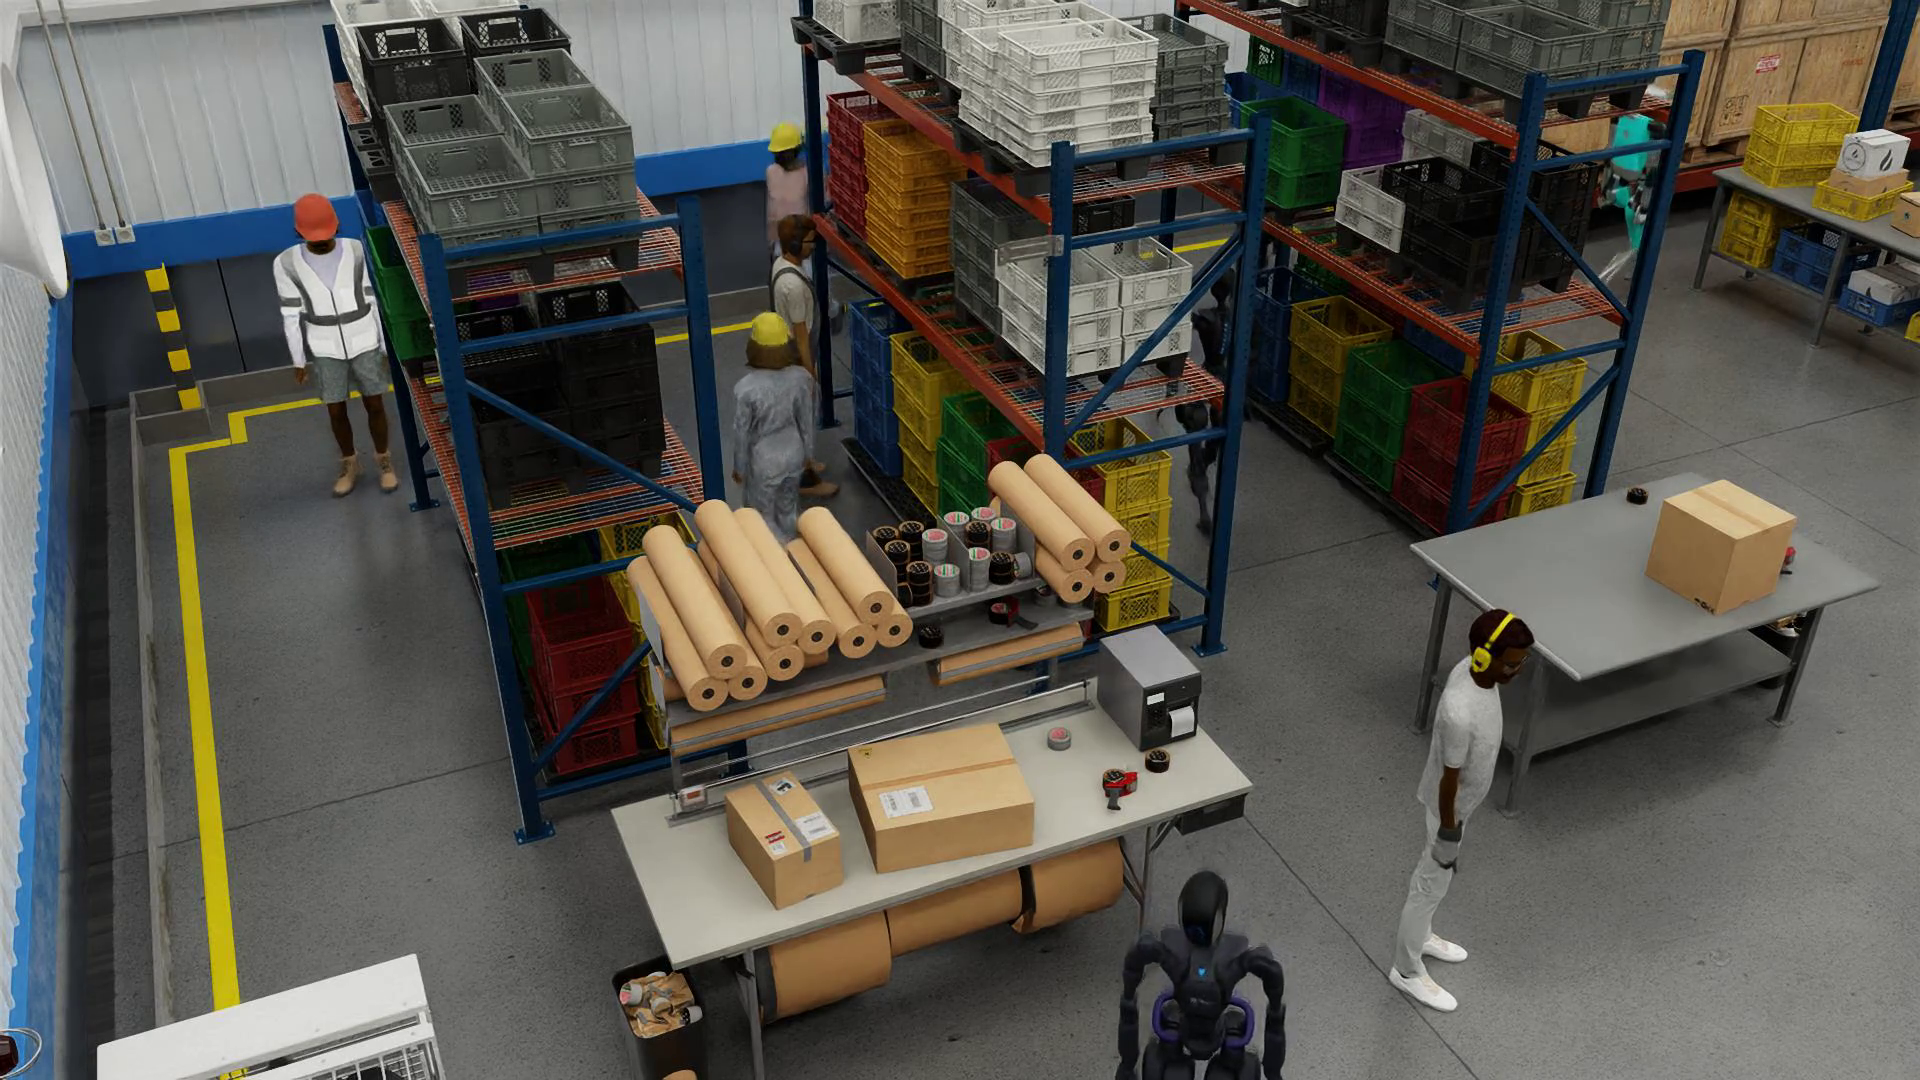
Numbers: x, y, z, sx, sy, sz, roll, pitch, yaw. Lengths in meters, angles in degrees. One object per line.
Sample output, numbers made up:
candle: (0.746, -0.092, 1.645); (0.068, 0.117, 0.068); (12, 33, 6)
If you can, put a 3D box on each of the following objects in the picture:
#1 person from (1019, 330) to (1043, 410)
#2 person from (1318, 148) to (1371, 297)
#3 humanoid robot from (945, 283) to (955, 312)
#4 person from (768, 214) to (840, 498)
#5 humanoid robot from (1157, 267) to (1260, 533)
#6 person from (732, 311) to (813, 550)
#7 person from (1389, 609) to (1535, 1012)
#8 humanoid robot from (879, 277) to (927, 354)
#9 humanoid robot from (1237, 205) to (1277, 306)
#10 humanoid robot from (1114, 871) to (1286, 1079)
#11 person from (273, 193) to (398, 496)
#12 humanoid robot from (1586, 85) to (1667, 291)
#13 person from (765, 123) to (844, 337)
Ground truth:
person: (0.452, -1.740, 11.317); (0.641, 1.822, 0.657); (-21, 37, -30)
person: (3.116, -2.815, 12.998); (0.600, 1.904, 0.752); (-22, 38, -31)
humanoid robot: (0.072, -2.155, 12.091); (0.946, 1.761, 0.559); (-21, 37, -30)
person: (-0.990, -1.131, 10.306); (0.337, 1.843, 0.506); (-10, 33, -15)
humanoid robot: (1.508, -0.878, 10.112); (0.589, 1.646, 0.779); (-5, 32, -9)
person: (-1.014, -0.449, 9.298); (0.493, 1.725, 0.603); (-22, 38, -32)
person: (2.015, 1.071, 6.710); (0.327, 1.865, 0.516); (14, 34, 21)
humanoid robot: (-0.303, -2.006, 11.891); (0.786, 1.834, 0.531); (-2, 32, -4)
humanoid robot: (2.263, -2.463, 12.631); (0.425, 1.636, 0.602); (-8, 33, -13)
humanoid robot: (0.845, 1.787, 5.729); (0.615, 1.649, 0.366); (5, 32, 9)
person: (-3.790, -1.177, 10.227); (0.615, 2.018, 0.453); (-12, 33, -18)
humanoid robot: (5.382, -2.715, 13.025); (1.030, 1.763, 0.539); (-14, 34, -21)
person: (-1.156, -2.197, 12.123); (0.523, 1.757, 0.500); (22, 38, 32)
